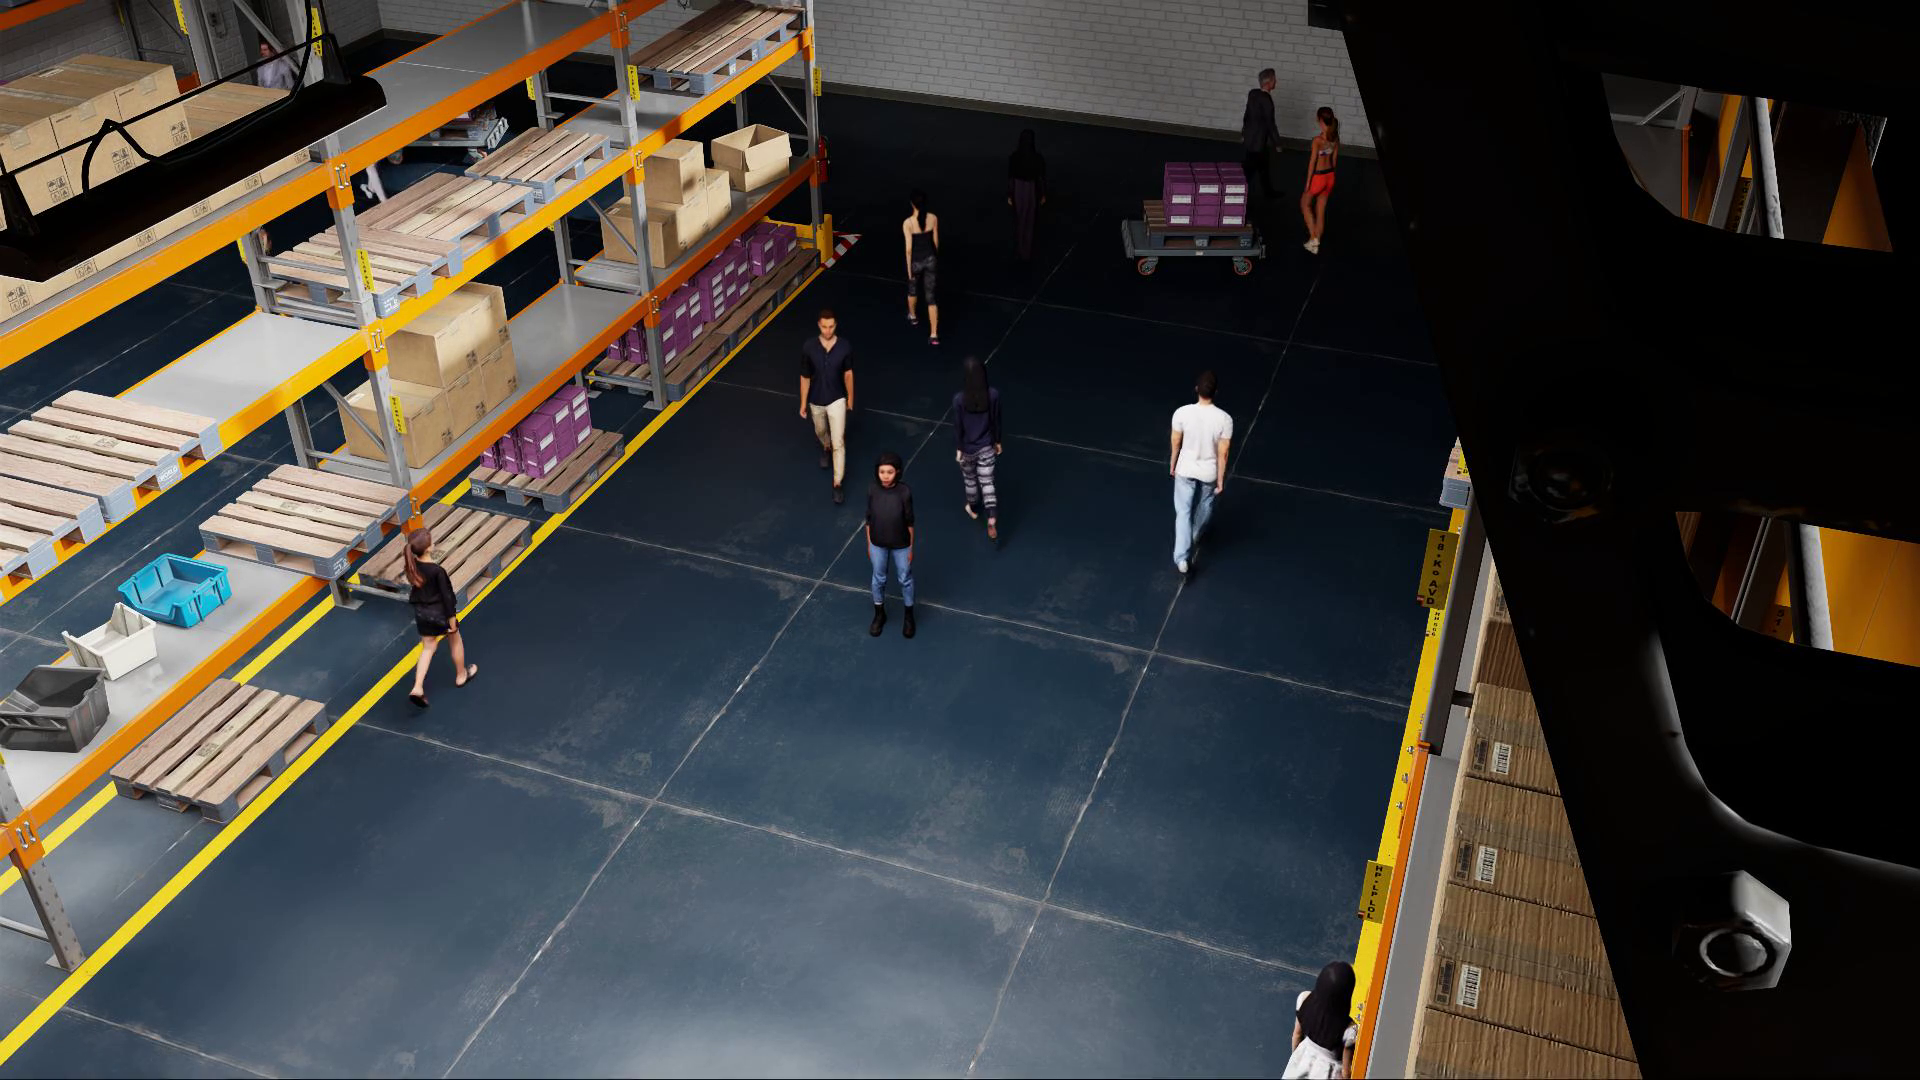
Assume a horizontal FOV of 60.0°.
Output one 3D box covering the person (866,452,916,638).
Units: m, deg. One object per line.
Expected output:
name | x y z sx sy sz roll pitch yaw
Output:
person | -0.562 0.028 13.549 0.601 1.696 0.601 4 34 5

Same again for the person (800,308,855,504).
person | -1.241 -1.343 15.500 0.905 1.818 1.263 1 34 2

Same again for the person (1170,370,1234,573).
person | 2.033 -0.560 14.314 0.820 1.828 1.232 5 34 8

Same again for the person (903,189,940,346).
person | -0.367 -2.910 17.988 1.044 1.675 1.235 -9 35 -13

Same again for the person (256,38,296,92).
person | -9.023 -5.825 22.244 0.706 1.819 1.196 14 36 21

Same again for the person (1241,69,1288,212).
person | 3.690 -5.053 21.088 1.099 1.813 1.137 -4 34 -7

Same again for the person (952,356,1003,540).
person | 0.169 -0.803 14.787 0.951 1.709 1.080 -8 35 -12

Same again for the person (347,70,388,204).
person | -7.472 -4.999 21.032 1.197 1.784 1.125 -28 43 -36

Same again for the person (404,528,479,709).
person | -4.099 0.596 12.835 0.573 1.540 0.952 10 35 14

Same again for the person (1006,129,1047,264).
person | 0.755 -4.089 19.821 0.604 1.608 0.820 11 35 16

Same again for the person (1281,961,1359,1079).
person | 1.955 2.964 9.065 0.795 1.769 0.774 -26 41 -33

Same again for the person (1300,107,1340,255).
person | 4.375 -4.267 19.937 0.732 1.777 0.797 -16 37 -22
